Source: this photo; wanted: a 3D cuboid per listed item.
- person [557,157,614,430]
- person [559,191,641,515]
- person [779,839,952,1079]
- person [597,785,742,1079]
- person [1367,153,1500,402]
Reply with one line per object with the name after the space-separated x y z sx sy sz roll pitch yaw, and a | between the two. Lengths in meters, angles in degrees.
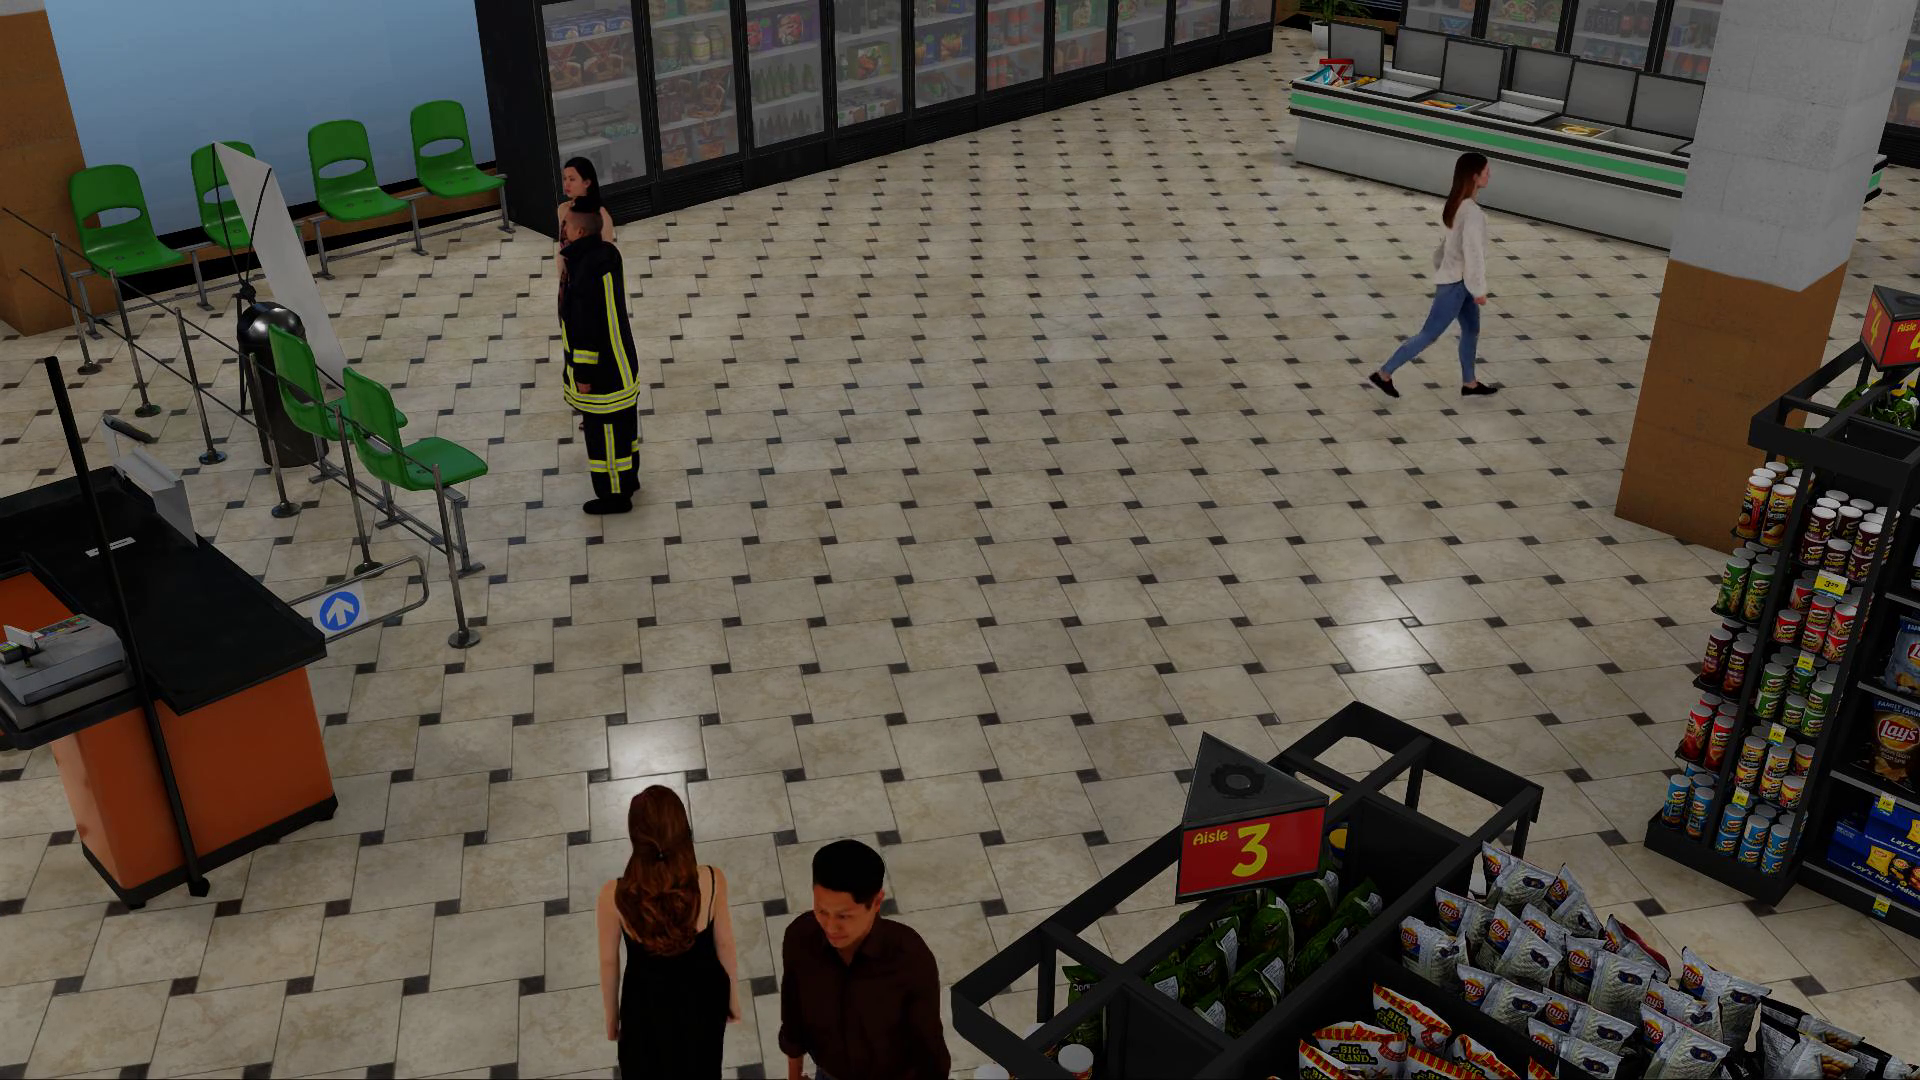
-2.296 -1.504 10.345 0.722 1.775 0.819 13 31 22 | person
-2.034 -1.055 9.435 0.918 1.859 0.866 1 29 2 | person
-0.231 1.512 4.833 0.736 1.762 0.852 6 29 10 | person
-0.859 1.486 5.045 0.844 1.606 1.020 -7 29 -13 | person
3.101 -1.625 10.692 1.180 1.653 1.052 3 29 6 | person
